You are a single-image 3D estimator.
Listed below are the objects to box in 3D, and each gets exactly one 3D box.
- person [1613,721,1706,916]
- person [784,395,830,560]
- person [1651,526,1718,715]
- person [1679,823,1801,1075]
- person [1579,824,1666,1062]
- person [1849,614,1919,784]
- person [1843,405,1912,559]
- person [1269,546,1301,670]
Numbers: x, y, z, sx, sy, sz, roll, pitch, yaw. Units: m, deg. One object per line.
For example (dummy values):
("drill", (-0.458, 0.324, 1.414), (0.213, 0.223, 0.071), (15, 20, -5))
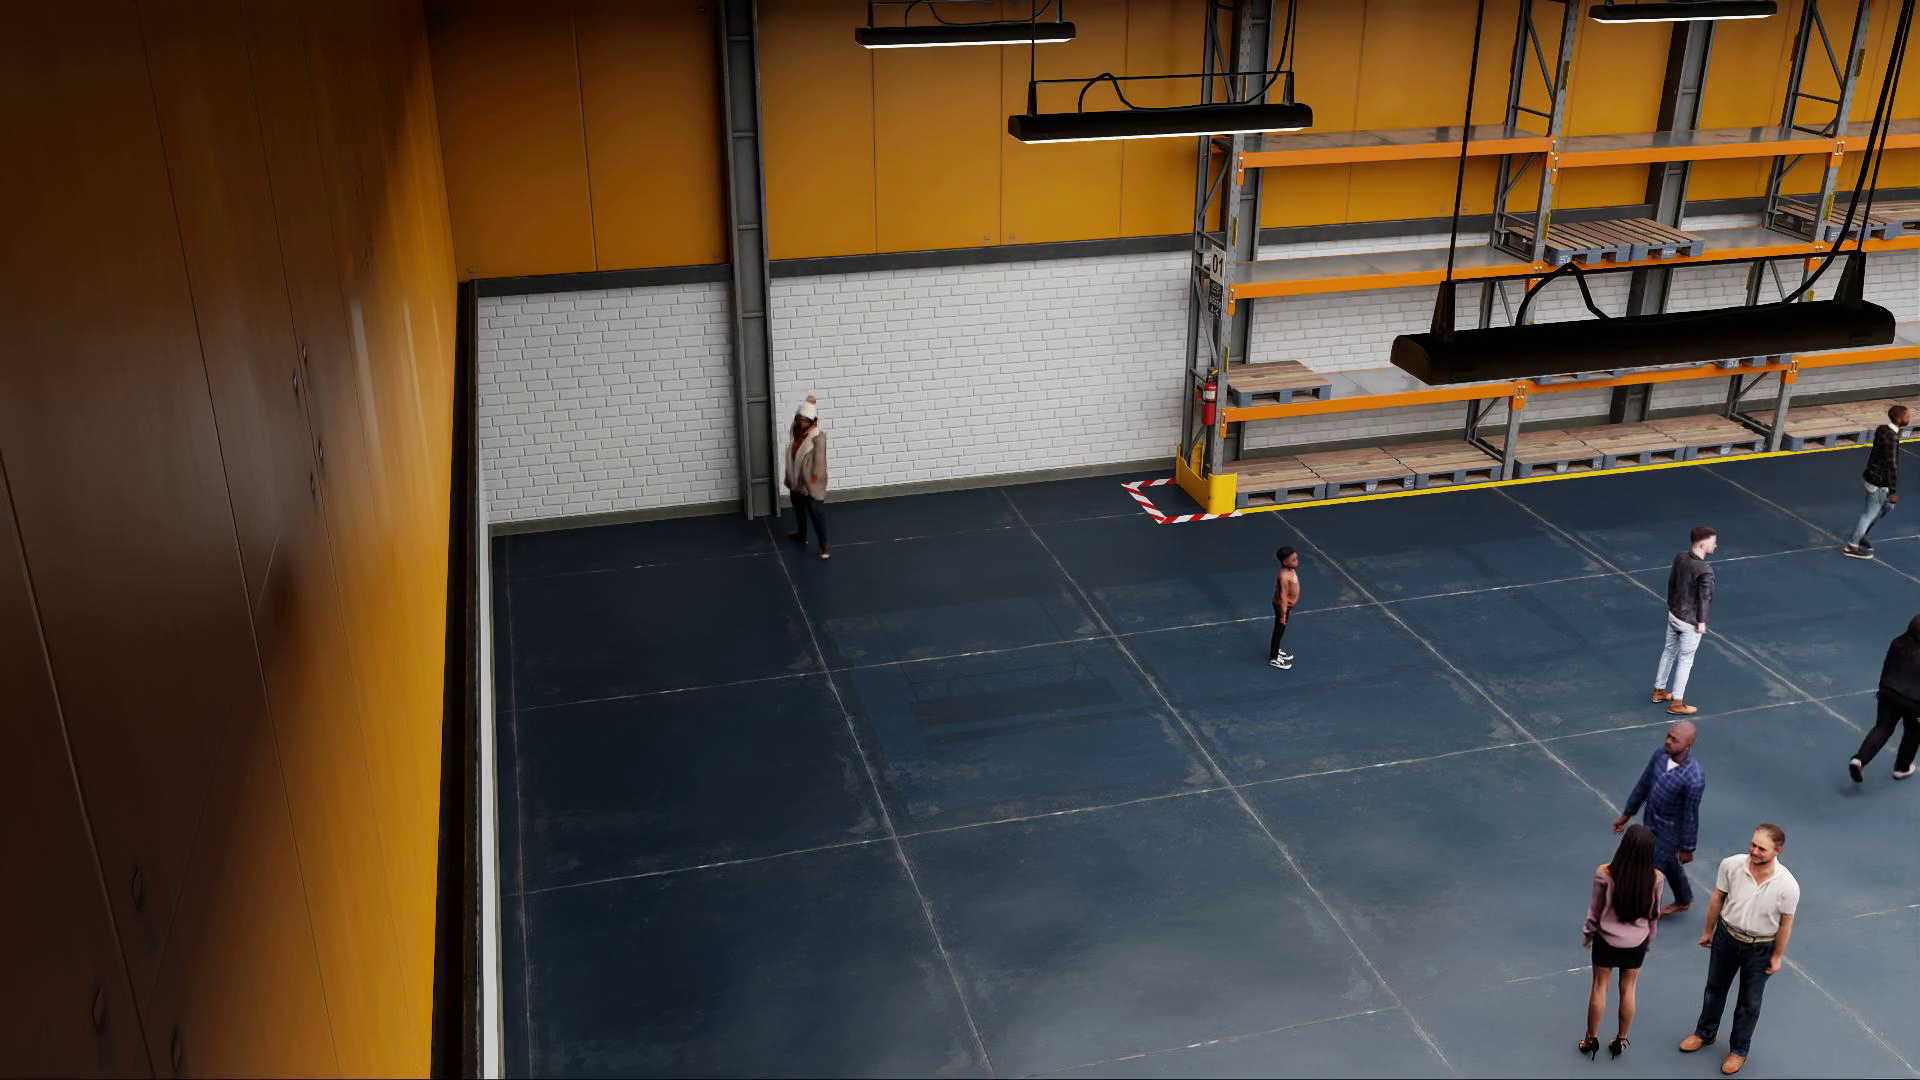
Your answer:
("person", (5.282, 2.118, 12.307), (1.177, 1.767, 0.718), (-5, 24, -10))
("person", (-1.719, -0.756, 18.740), (0.978, 1.879, 1.062), (-15, 28, -31))
("person", (6.724, 0.727, 15.402), (0.529, 1.835, 0.649), (-6, 24, -13))
("person", (5.193, 2.652, 10.974), (0.729, 1.855, 0.749), (-19, 30, -37))
("person", (4.365, 2.666, 10.997), (0.610, 1.811, 0.751), (4, 24, 9))
("person", (8.011, 1.390, 14.187), (1.100, 1.594, 0.836), (-14, 27, -29))
("person", (10.159, -0.652, 18.597), (0.840, 1.805, 0.803), (8, 25, 18))
("person", (3.174, 0.636, 16.338), (0.611, 1.254, 0.591), (7, 25, 16))
